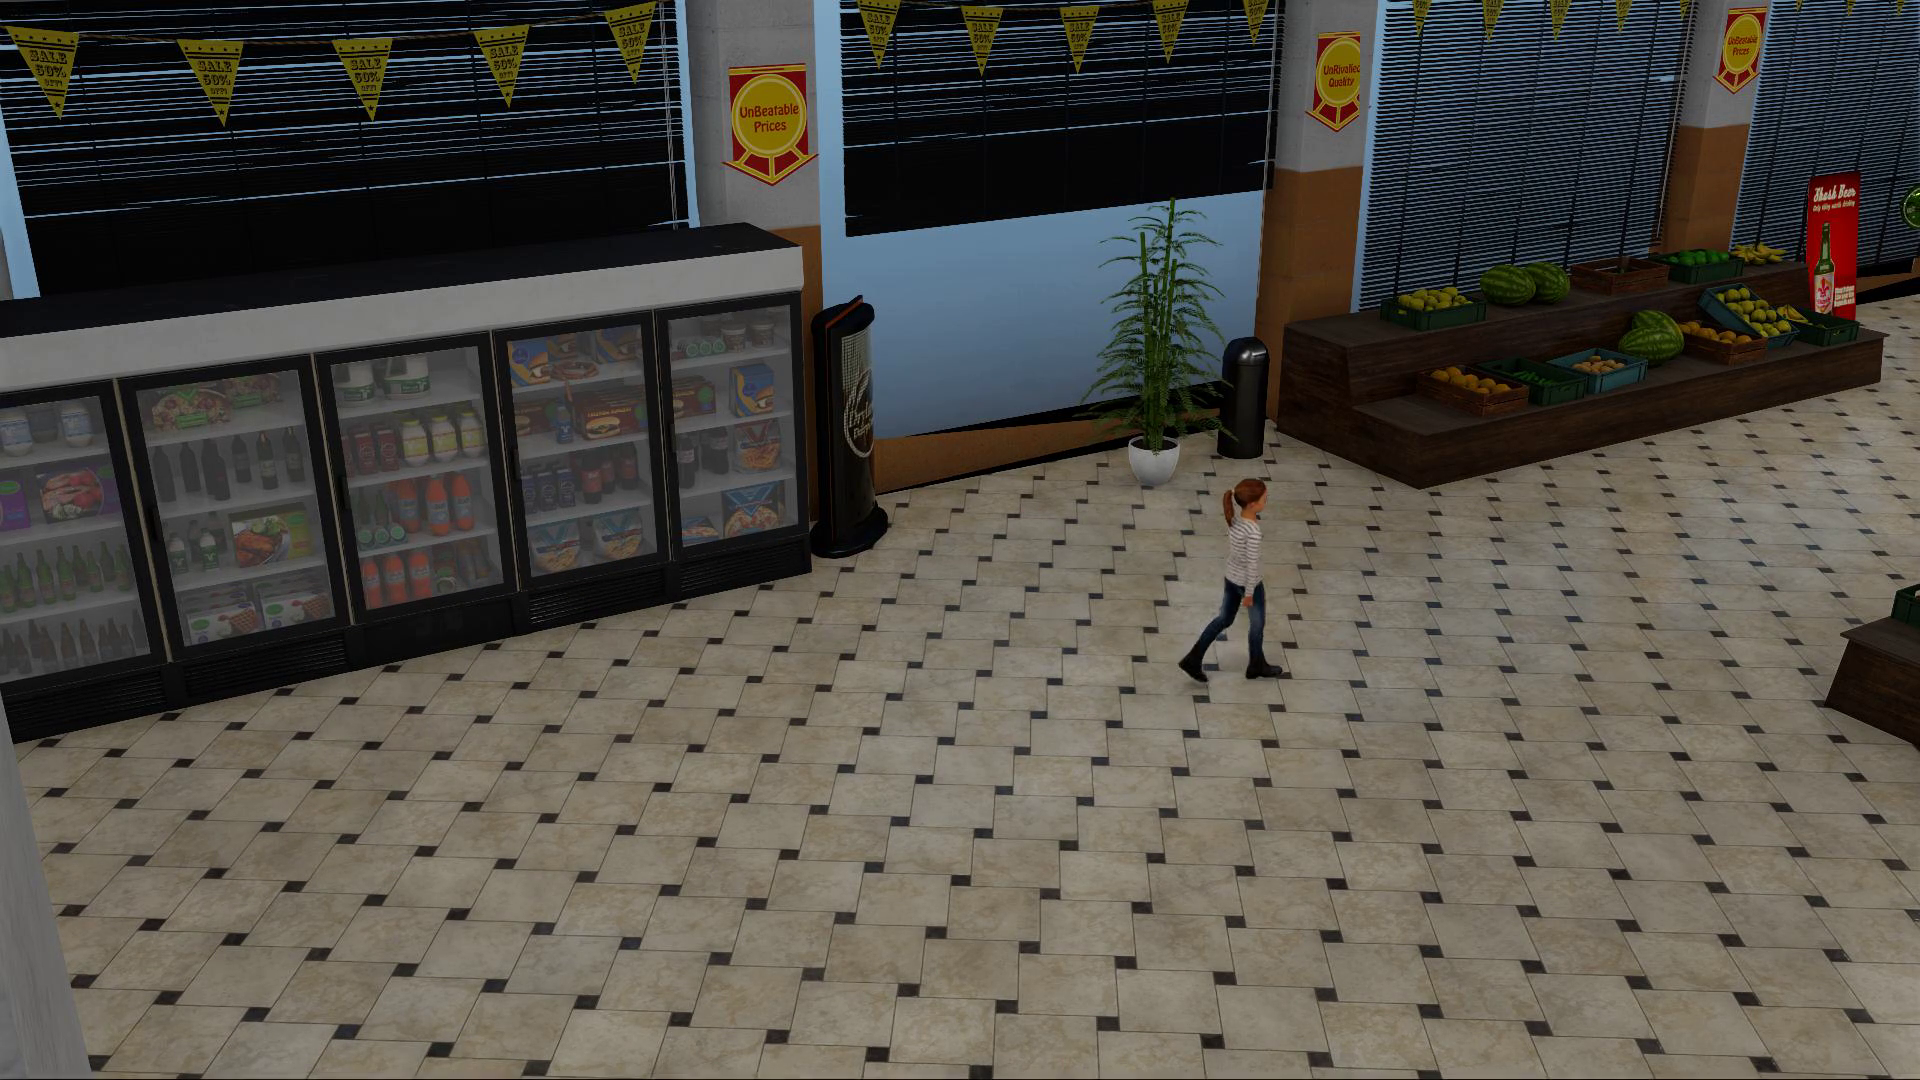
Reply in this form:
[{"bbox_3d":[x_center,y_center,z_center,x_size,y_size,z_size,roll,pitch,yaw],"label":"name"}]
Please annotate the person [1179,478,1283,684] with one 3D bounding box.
[{"bbox_3d":[1.597,0.262,9.797,0.926,1.295,0.597,-7,23,-18],"label":"person"}]
